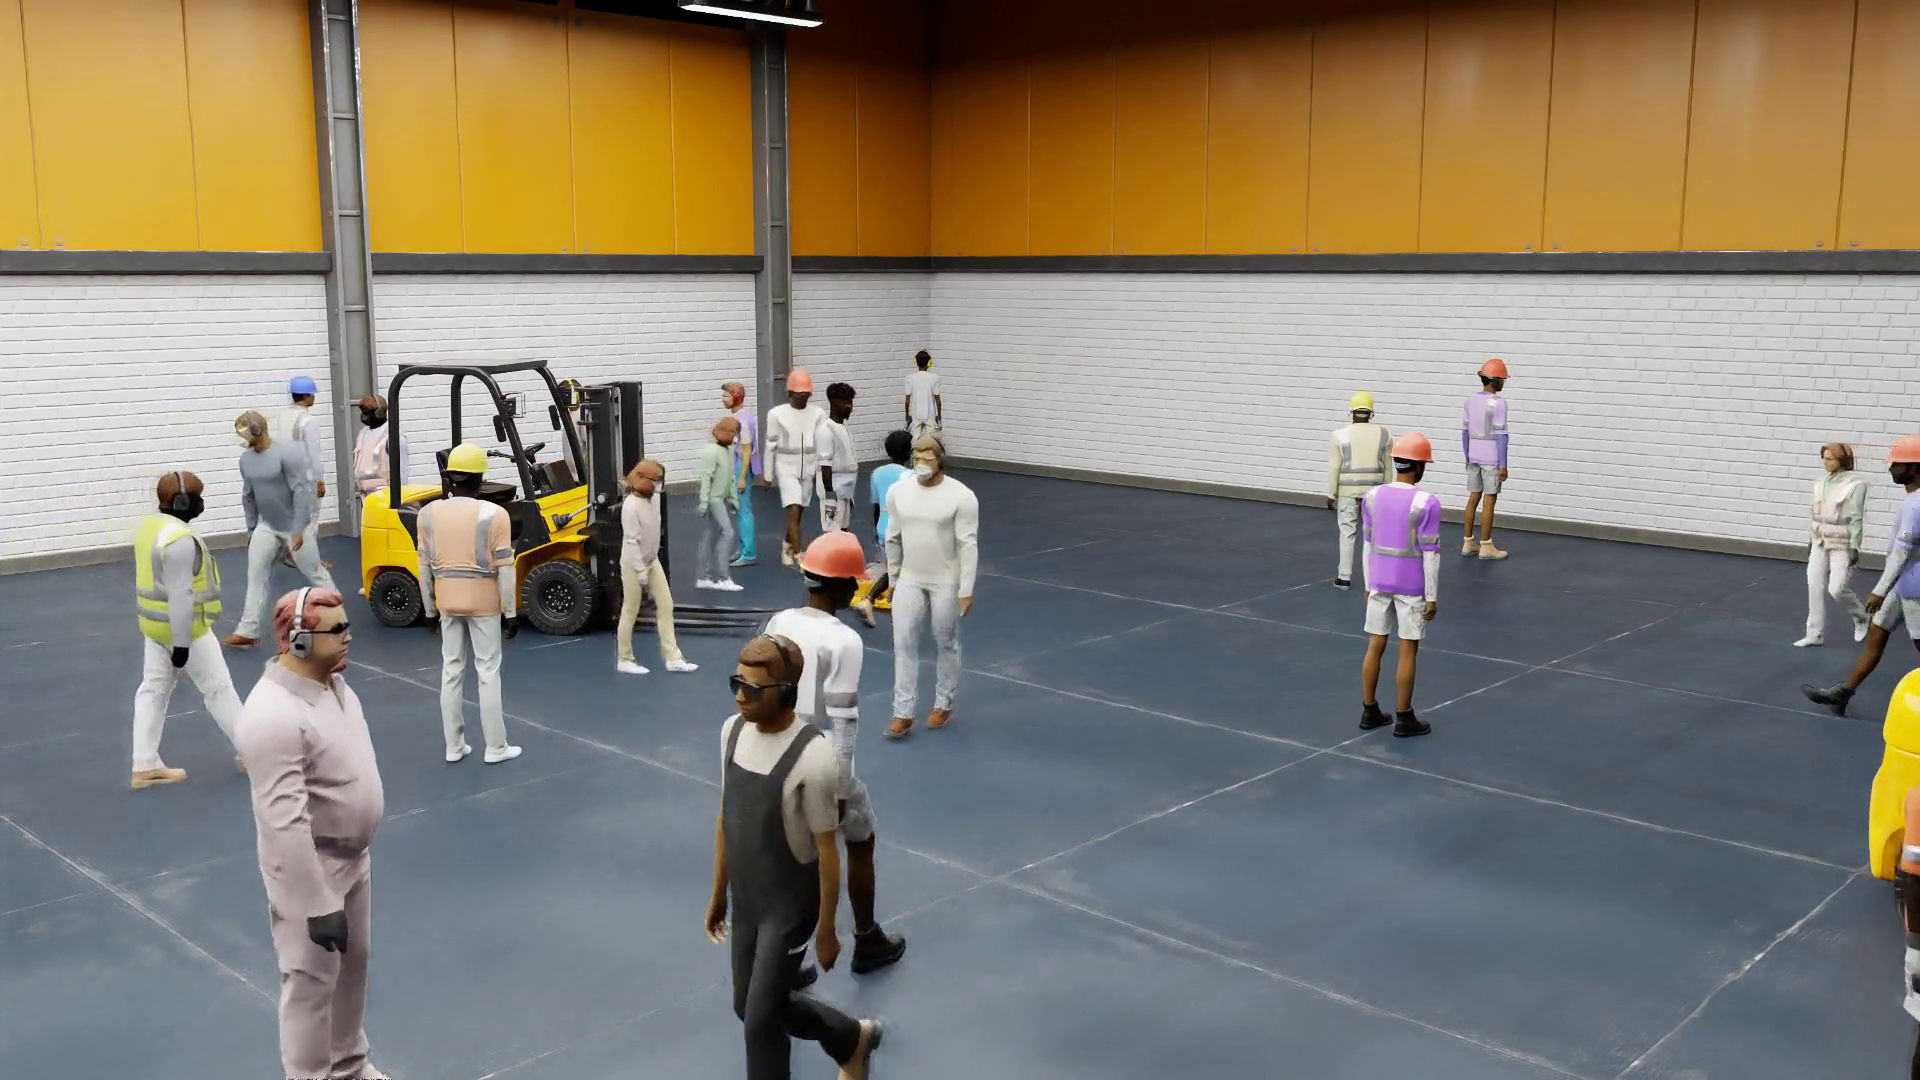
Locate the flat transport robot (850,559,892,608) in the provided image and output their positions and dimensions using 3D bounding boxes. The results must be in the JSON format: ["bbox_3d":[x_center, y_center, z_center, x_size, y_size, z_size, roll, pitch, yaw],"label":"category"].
[{"bbox_3d":[-0.611,0.386,14.954,0.652,0.197,1.431,2,9,13],"label":"flat transport robot"}]

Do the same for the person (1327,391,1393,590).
[{"bbox_3d":[3.669,-0.450,15.306,0.594,1.832,0.403,0,9,-1],"label":"person"}]

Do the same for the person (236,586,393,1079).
[{"bbox_3d":[-2.144,1.093,5.629,0.403,1.907,0.667,0,9,-1],"label":"person"}]

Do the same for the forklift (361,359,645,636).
[{"bbox_3d":[-3.850,-0.407,13.936,2.313,2.155,1.214,2,9,11],"label":"forklift"}]

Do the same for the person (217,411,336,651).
[{"bbox_3d":[-5.271,-0.070,12.884,0.677,1.875,0.853,4,10,23],"label":"person"}]

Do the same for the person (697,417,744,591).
[{"bbox_3d":[-2.162,-0.331,15.257,0.625,1.598,0.526,1,9,9],"label":"person"}]

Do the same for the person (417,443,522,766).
[{"bbox_3d":[-2.912,0.383,9.913,0.594,1.924,0.382,1,9,9],"label":"person"}]

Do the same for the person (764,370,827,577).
[{"bbox_3d":[-1.599,-0.669,16.196,0.619,1.992,0.970,-5,11,-28],"label":"person"}]

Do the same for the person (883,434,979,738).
[{"bbox_3d":[-0.228,0.304,10.431,0.662,1.910,0.832,3,10,20],"label":"person"}]

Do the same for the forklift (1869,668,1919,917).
[{"bbox_3d":[5.205,0.723,7.013,2.313,2.155,1.214,9,13,43],"label":"forklift"}]

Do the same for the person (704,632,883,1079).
[{"bbox_3d":[-0.544,1.170,5.415,0.741,1.823,0.518,-8,12,-42],"label":"person"}]

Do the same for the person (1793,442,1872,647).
[{"bbox_3d":[6.822,0.044,12.919,0.514,1.622,0.527,-3,10,-17],"label":"person"}]

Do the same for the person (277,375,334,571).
[{"bbox_3d":[-6.341,-0.624,16.052,0.638,1.935,0.460,8,12,40],"label":"person"}]

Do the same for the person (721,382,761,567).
[{"bbox_3d":[-2.166,-0.651,16.512,0.373,1.840,0.571,-2,10,-14],"label":"person"}]

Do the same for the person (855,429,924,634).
[{"bbox_3d":[-0.530,-0.043,13.275,0.493,1.683,0.540,-8,12,-39],"label":"person"}]

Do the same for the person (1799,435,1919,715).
[{"bbox_3d":[5.995,0.275,10.670,0.974,1.885,0.562,6,11,31],"label":"person"}]

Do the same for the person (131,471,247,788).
[{"bbox_3d":[-4.384,0.495,9.592,0.922,1.796,0.638,-9,13,-44],"label":"person"}]

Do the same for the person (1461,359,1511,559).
[{"bbox_3d":[5.391,-0.826,16.968,0.381,2.041,0.616,-4,10,-21],"label":"person"}]

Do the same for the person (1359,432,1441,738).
[{"bbox_3d":[2.804,0.282,10.534,0.382,1.929,0.540,-9,13,-43],"label":"person"}]

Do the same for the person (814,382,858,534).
[{"bbox_3d":[-1.080,-0.419,14.716,0.367,1.964,0.603,2,9,11],"label":"person"}]

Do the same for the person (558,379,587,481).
[{"bbox_3d":[-3.831,-0.673,16.585,0.328,1.865,0.518,-6,11,-33],"label":"person"}]

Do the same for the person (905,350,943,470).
[{"bbox_3d":[-0.489,-1.616,22.337,0.518,1.874,0.330,1,9,8],"label":"person"}]

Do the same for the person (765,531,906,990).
[{"bbox_3d":[-0.525,0.899,6.847,0.566,1.897,0.855,7,12,37],"label":"person"}]

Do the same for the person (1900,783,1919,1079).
[{"bbox_3d":[3.194,1.281,5.180,0.542,1.681,0.554,1,9,8],"label":"person"}]

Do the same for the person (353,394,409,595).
[{"bbox_3d":[-5.190,-0.386,14.898,0.634,1.839,0.429,8,12,39],"label":"person"}]

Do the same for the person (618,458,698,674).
[{"bbox_3d":[-2.219,0.202,11.994,0.671,1.603,0.517,4,10,21],"label":"person"}]
